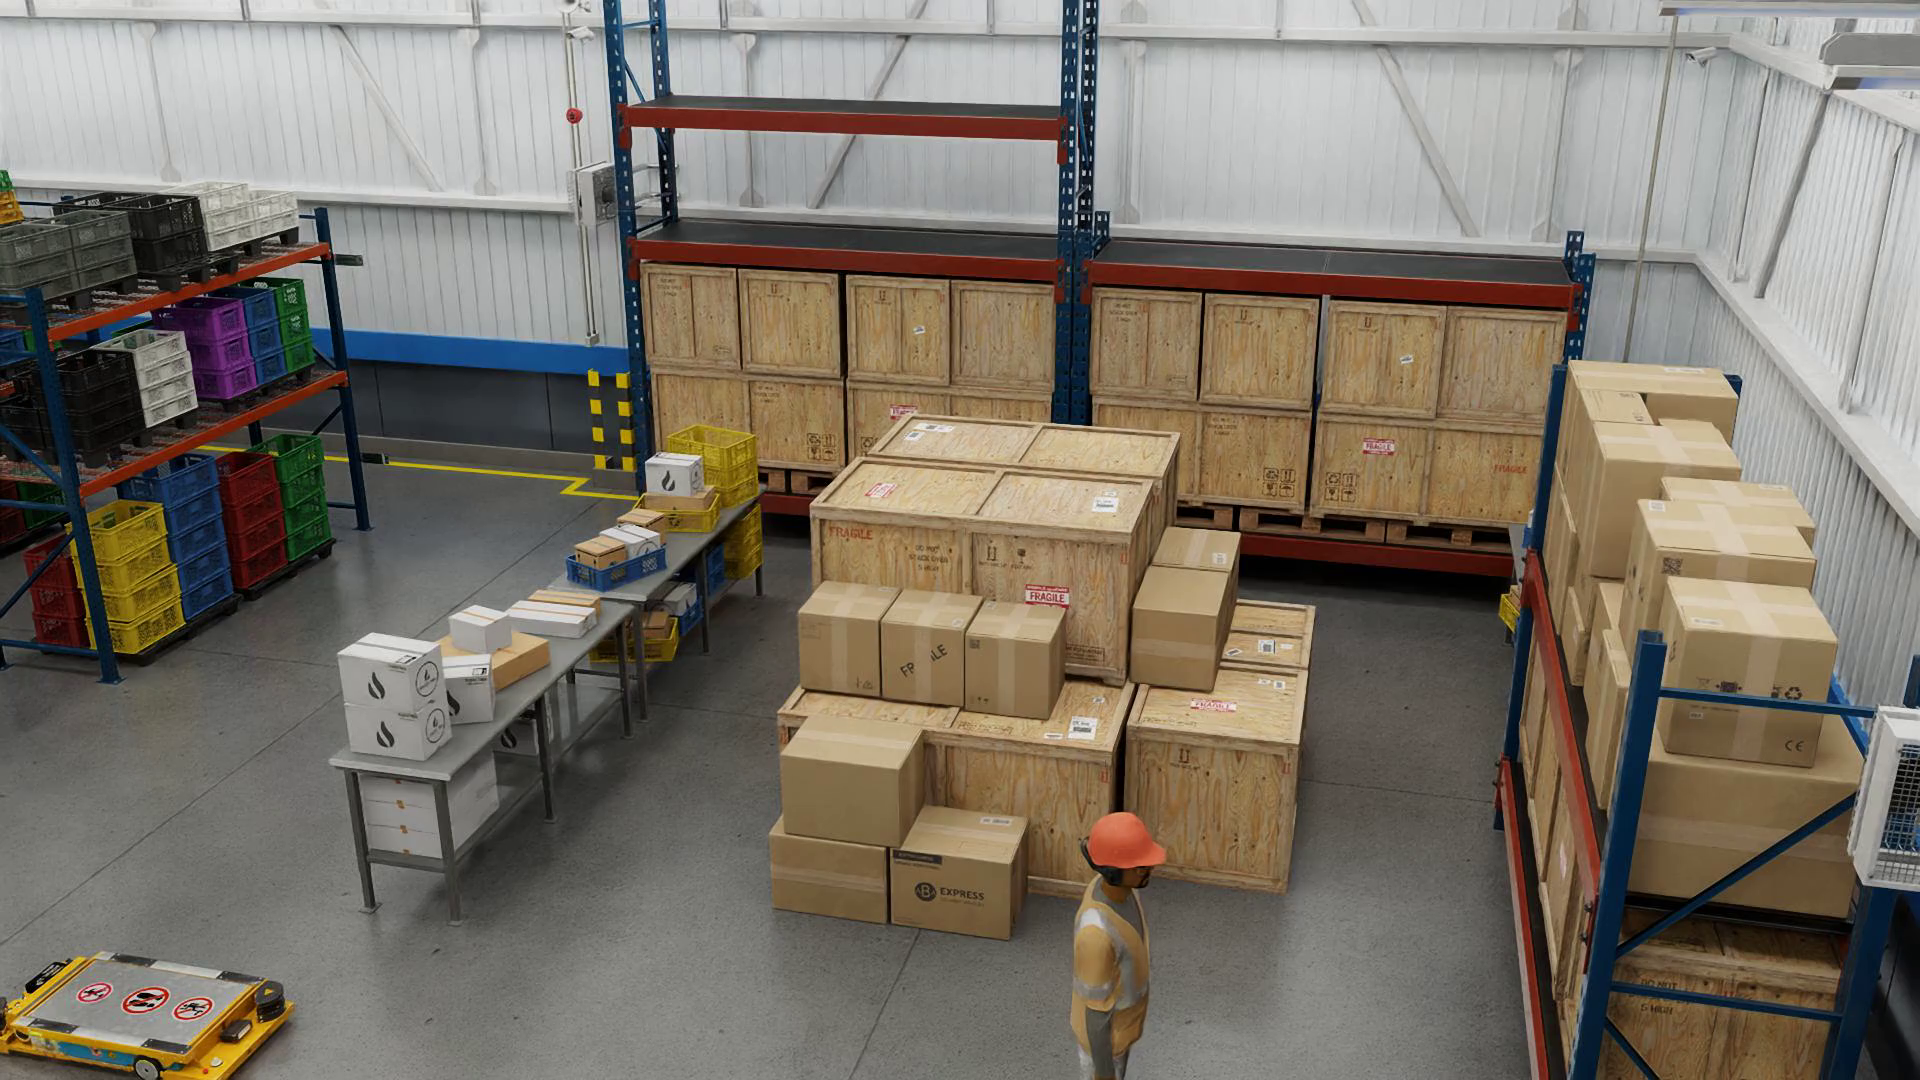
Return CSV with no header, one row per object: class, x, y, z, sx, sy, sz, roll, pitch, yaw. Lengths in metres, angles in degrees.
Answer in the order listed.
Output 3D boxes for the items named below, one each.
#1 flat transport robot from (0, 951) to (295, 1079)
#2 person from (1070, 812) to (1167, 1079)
flat transport robot,-4.270,2.464,8.601,1.431,0.231,0.659,5,22,13
person,0.663,2.076,7.127,0.367,2.048,0.606,5,21,13
